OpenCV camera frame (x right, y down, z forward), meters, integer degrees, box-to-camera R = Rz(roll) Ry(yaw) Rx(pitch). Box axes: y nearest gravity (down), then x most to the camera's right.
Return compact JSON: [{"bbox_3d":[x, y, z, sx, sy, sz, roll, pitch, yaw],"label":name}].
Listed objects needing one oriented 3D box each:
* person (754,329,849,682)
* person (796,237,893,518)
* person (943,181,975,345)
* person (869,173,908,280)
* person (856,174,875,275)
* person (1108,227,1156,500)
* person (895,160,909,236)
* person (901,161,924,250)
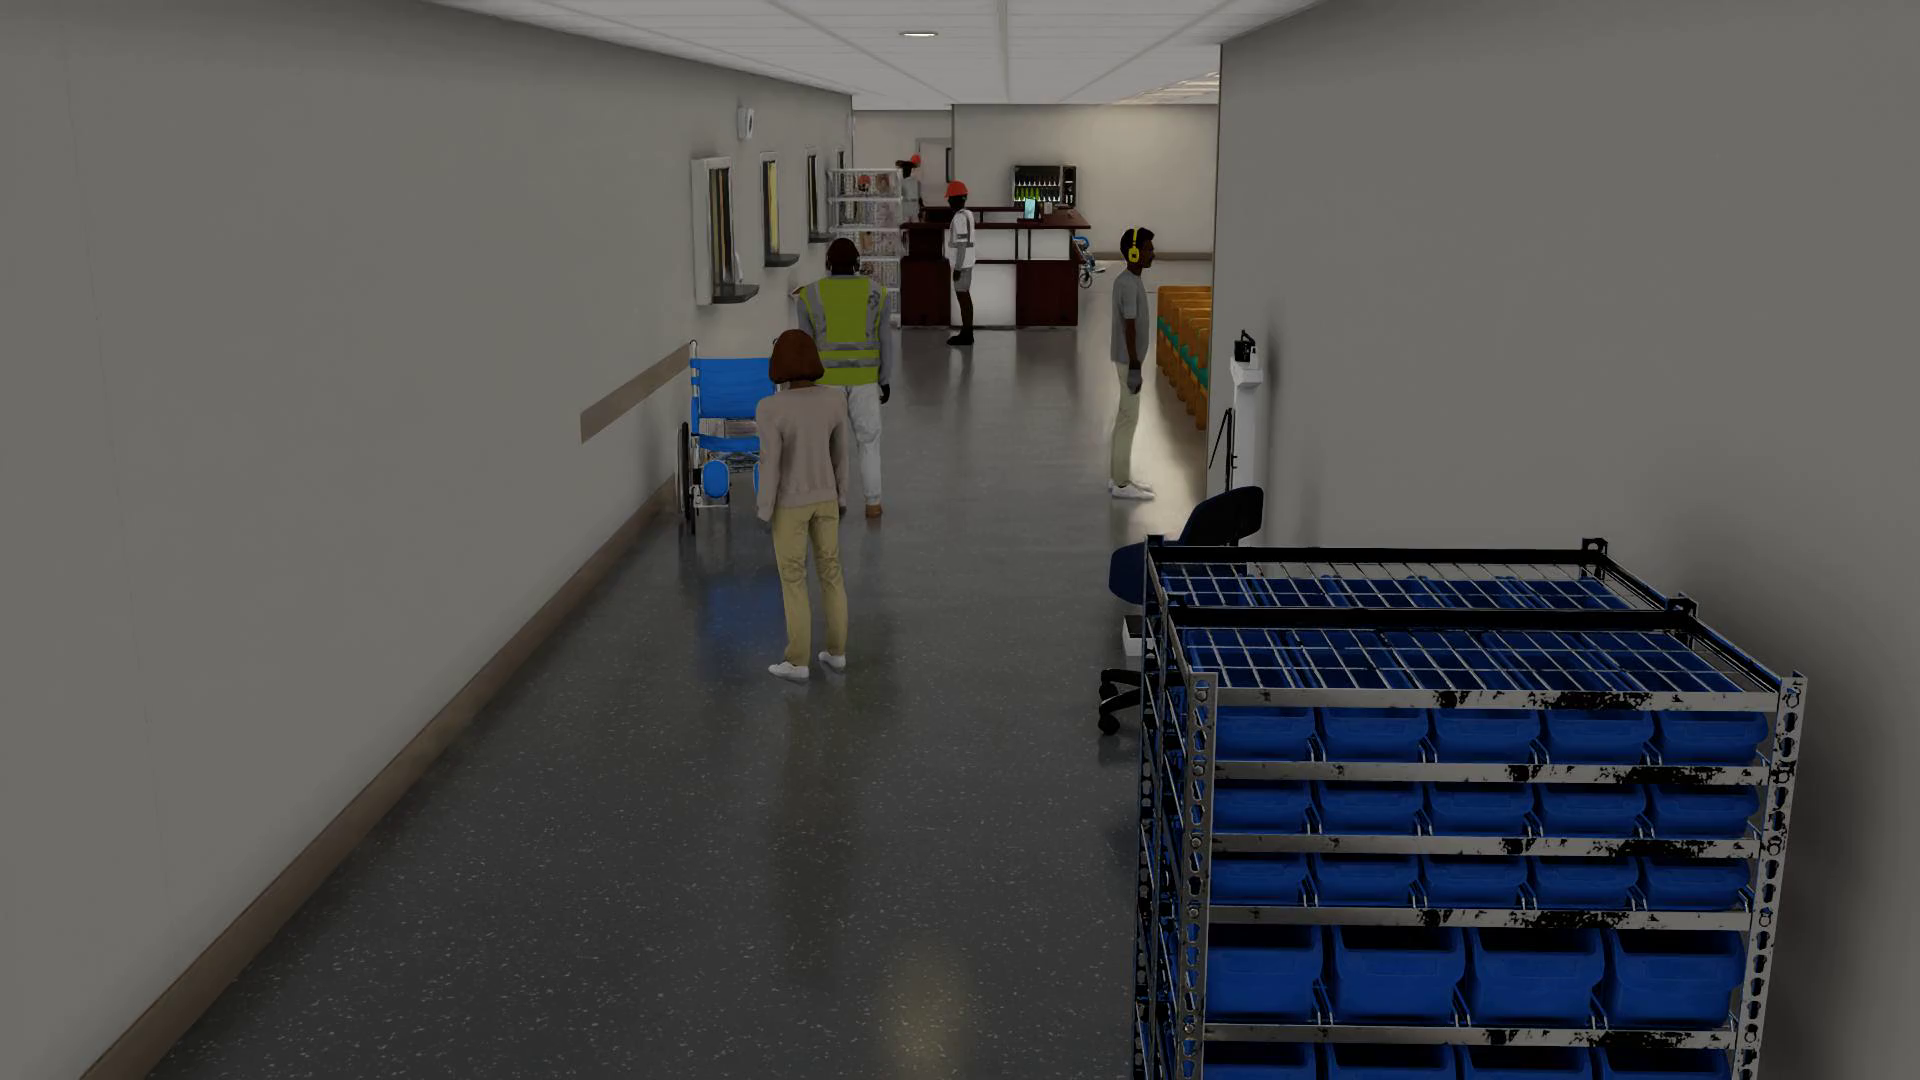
[{"bbox_3d":[-0.730,-0.158,7.711,0.507,1.631,0.271,-12,18,-39],"label":"person"},{"bbox_3d":[-0.752,-1.044,10.879,0.625,1.843,0.430,-2,14,-8],"label":"person"},{"bbox_3d":[-0.014,-3.292,19.811,0.377,1.932,0.552,2,14,10],"label":"person"},{"bbox_3d":[-1.126,-4.976,26.838,1.054,1.848,0.659,-2,14,-6],"label":"person"},{"bbox_3d":[-1.689,-5.579,29.451,0.321,1.755,0.566,-6,15,-24],"label":"person"},{"bbox_3d":[1.202,-1.221,11.536,0.315,1.870,0.533,0,14,1],"label":"person"},{"bbox_3d":[-1.363,-8.231,40.080,0.476,1.818,0.532,6,15,23],"label":"person"},{"bbox_3d":[-0.988,-6.400,32.425,0.698,1.942,0.600,-10,17,-36],"label":"person"}]
